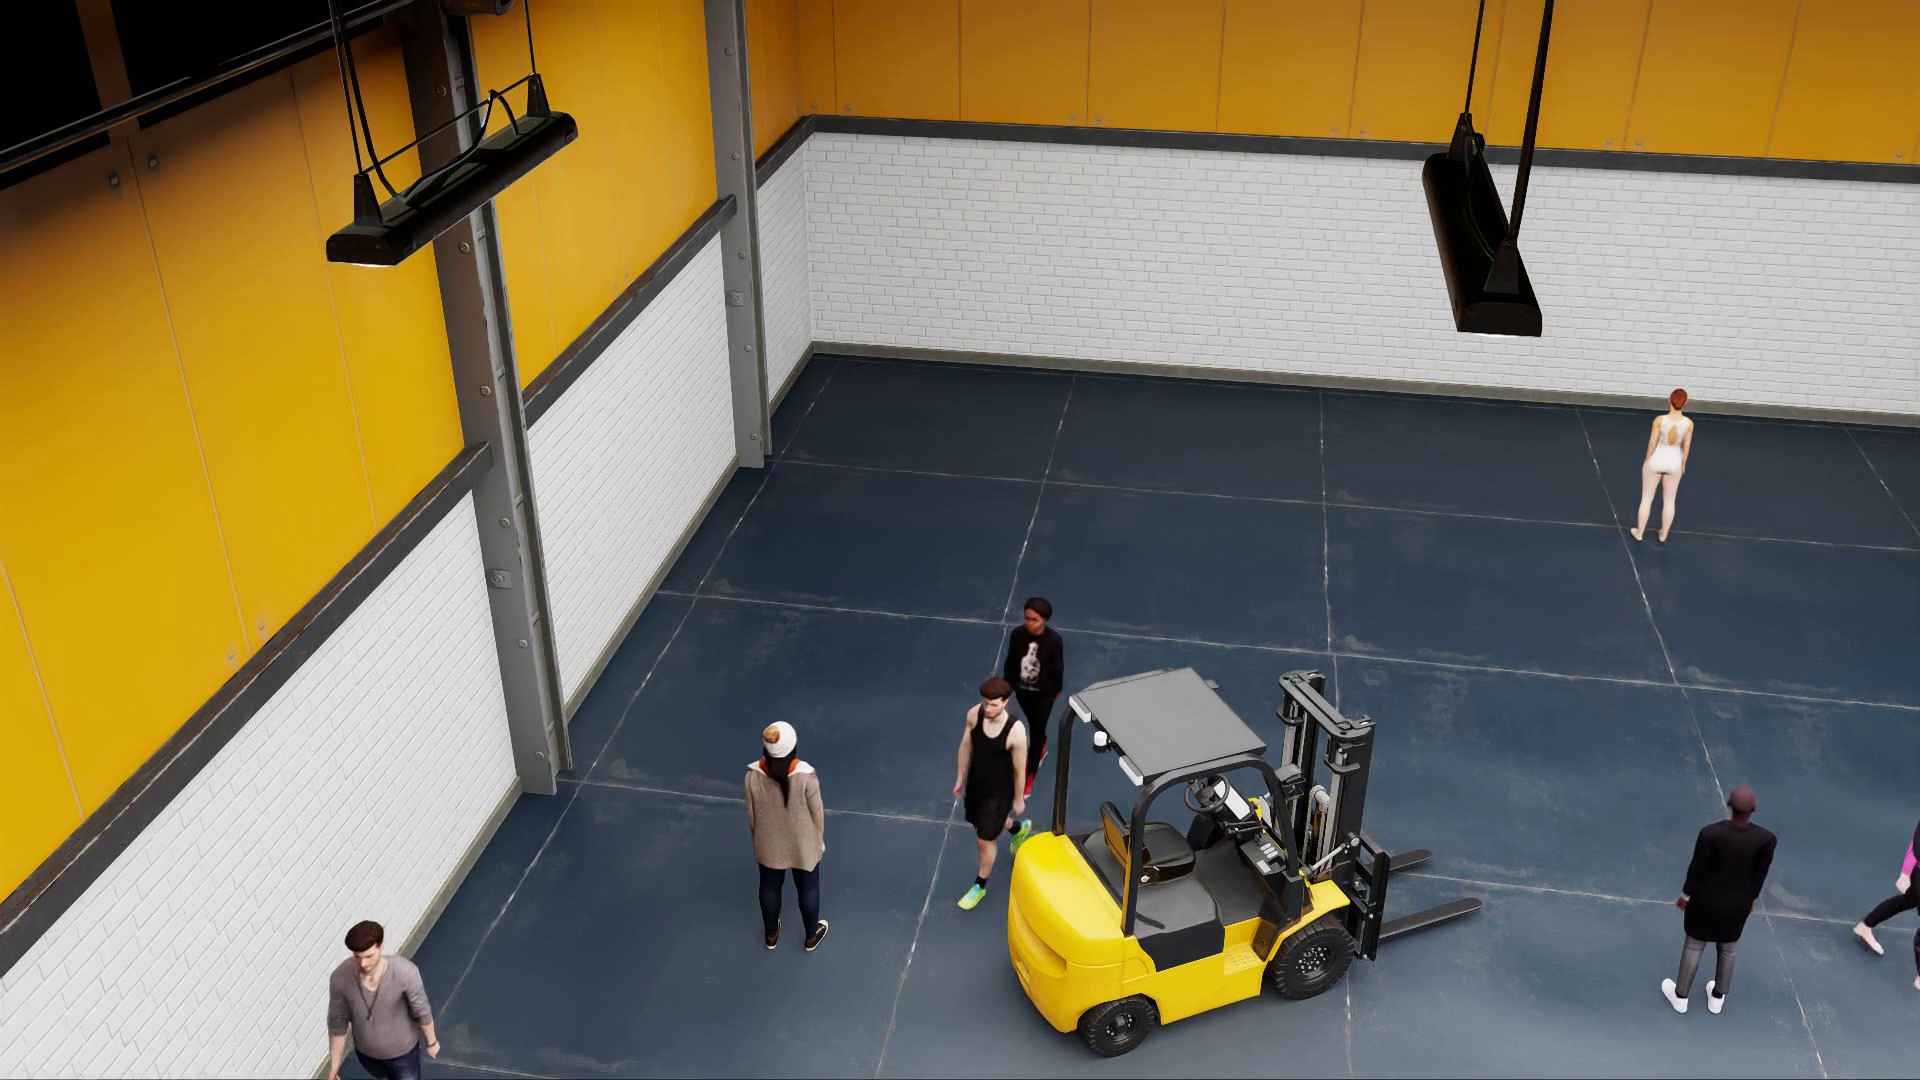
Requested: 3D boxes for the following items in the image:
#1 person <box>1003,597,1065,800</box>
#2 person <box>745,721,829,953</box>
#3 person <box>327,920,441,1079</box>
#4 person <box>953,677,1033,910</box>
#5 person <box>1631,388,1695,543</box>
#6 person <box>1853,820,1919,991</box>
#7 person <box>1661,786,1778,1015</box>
[{"bbox_3d":[0.615,1.138,13.156,0.749,1.642,1.070,12,31,21],"label":"person"},{"bbox_3d":[-1.188,2.002,11.313,0.690,1.890,0.664,3,29,5],"label":"person"},{"bbox_3d":[-3.310,2.896,9.710,0.786,1.855,1.212,2,29,4],"label":"person"},{"bbox_3d":[0.269,1.716,11.859,1.032,1.869,1.200,23,36,36],"label":"person"},{"bbox_3d":[7.032,-0.747,16.610,0.550,1.643,0.452,5,29,9],"label":"person"},{"bbox_3d":[6.444,2.175,11.179,0.962,1.713,1.044,-17,33,-28],"label":"person"},{"bbox_3d":[4.943,2.347,10.814,0.642,1.762,0.552,4,29,7],"label":"person"}]
